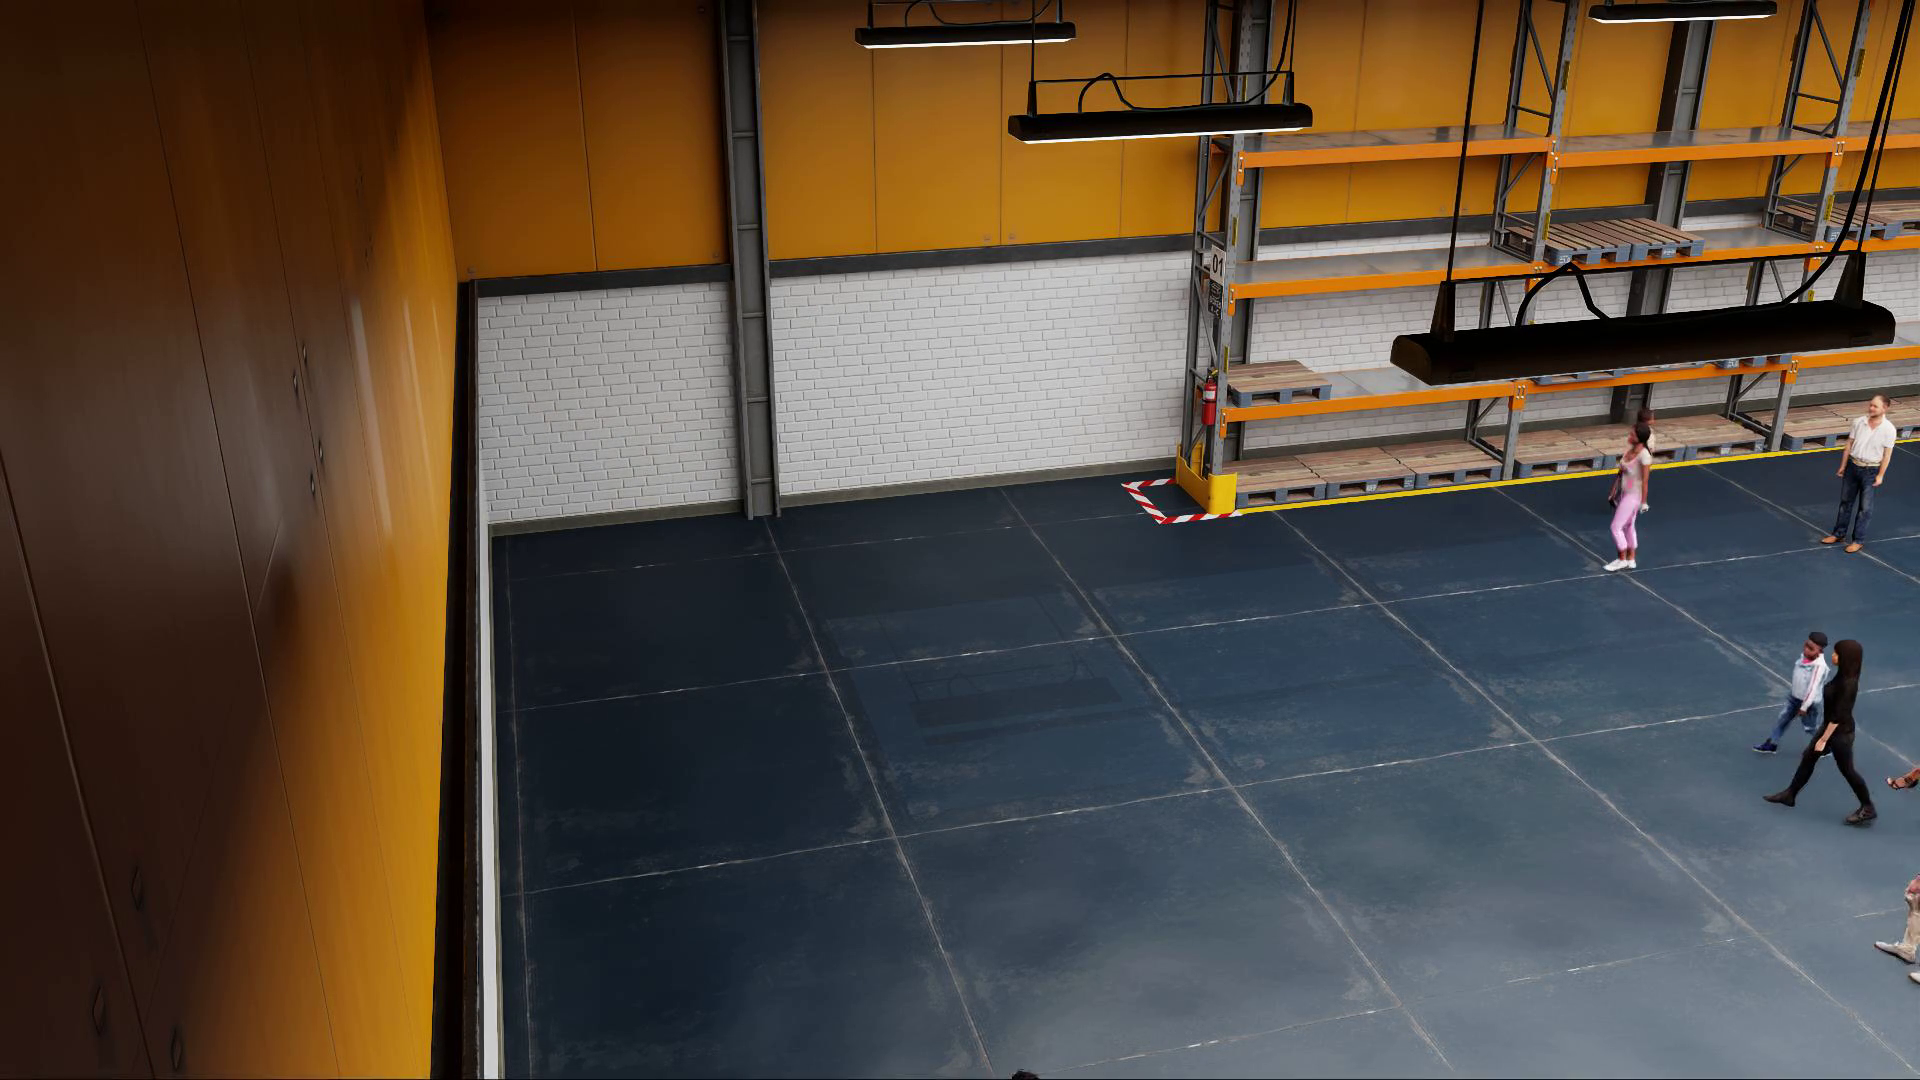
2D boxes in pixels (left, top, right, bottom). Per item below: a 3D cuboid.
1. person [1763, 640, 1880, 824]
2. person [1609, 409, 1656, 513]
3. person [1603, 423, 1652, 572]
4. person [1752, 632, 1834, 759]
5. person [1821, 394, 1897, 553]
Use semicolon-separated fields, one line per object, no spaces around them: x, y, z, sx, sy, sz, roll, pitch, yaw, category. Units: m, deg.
7.315;1.602;13.685;1.156;1.608;0.973;8;25;17;person
8.076;-0.936;19.880;0.754;1.297;0.502;-7;24;-15;person
7.470;-0.468;18.271;0.714;1.727;0.673;1;24;3;person
7.509;1.386;14.638;0.939;1.240;0.669;1;24;3;person
10.254;-0.788;18.843;0.667;1.856;0.725;-13;27;-28;person
